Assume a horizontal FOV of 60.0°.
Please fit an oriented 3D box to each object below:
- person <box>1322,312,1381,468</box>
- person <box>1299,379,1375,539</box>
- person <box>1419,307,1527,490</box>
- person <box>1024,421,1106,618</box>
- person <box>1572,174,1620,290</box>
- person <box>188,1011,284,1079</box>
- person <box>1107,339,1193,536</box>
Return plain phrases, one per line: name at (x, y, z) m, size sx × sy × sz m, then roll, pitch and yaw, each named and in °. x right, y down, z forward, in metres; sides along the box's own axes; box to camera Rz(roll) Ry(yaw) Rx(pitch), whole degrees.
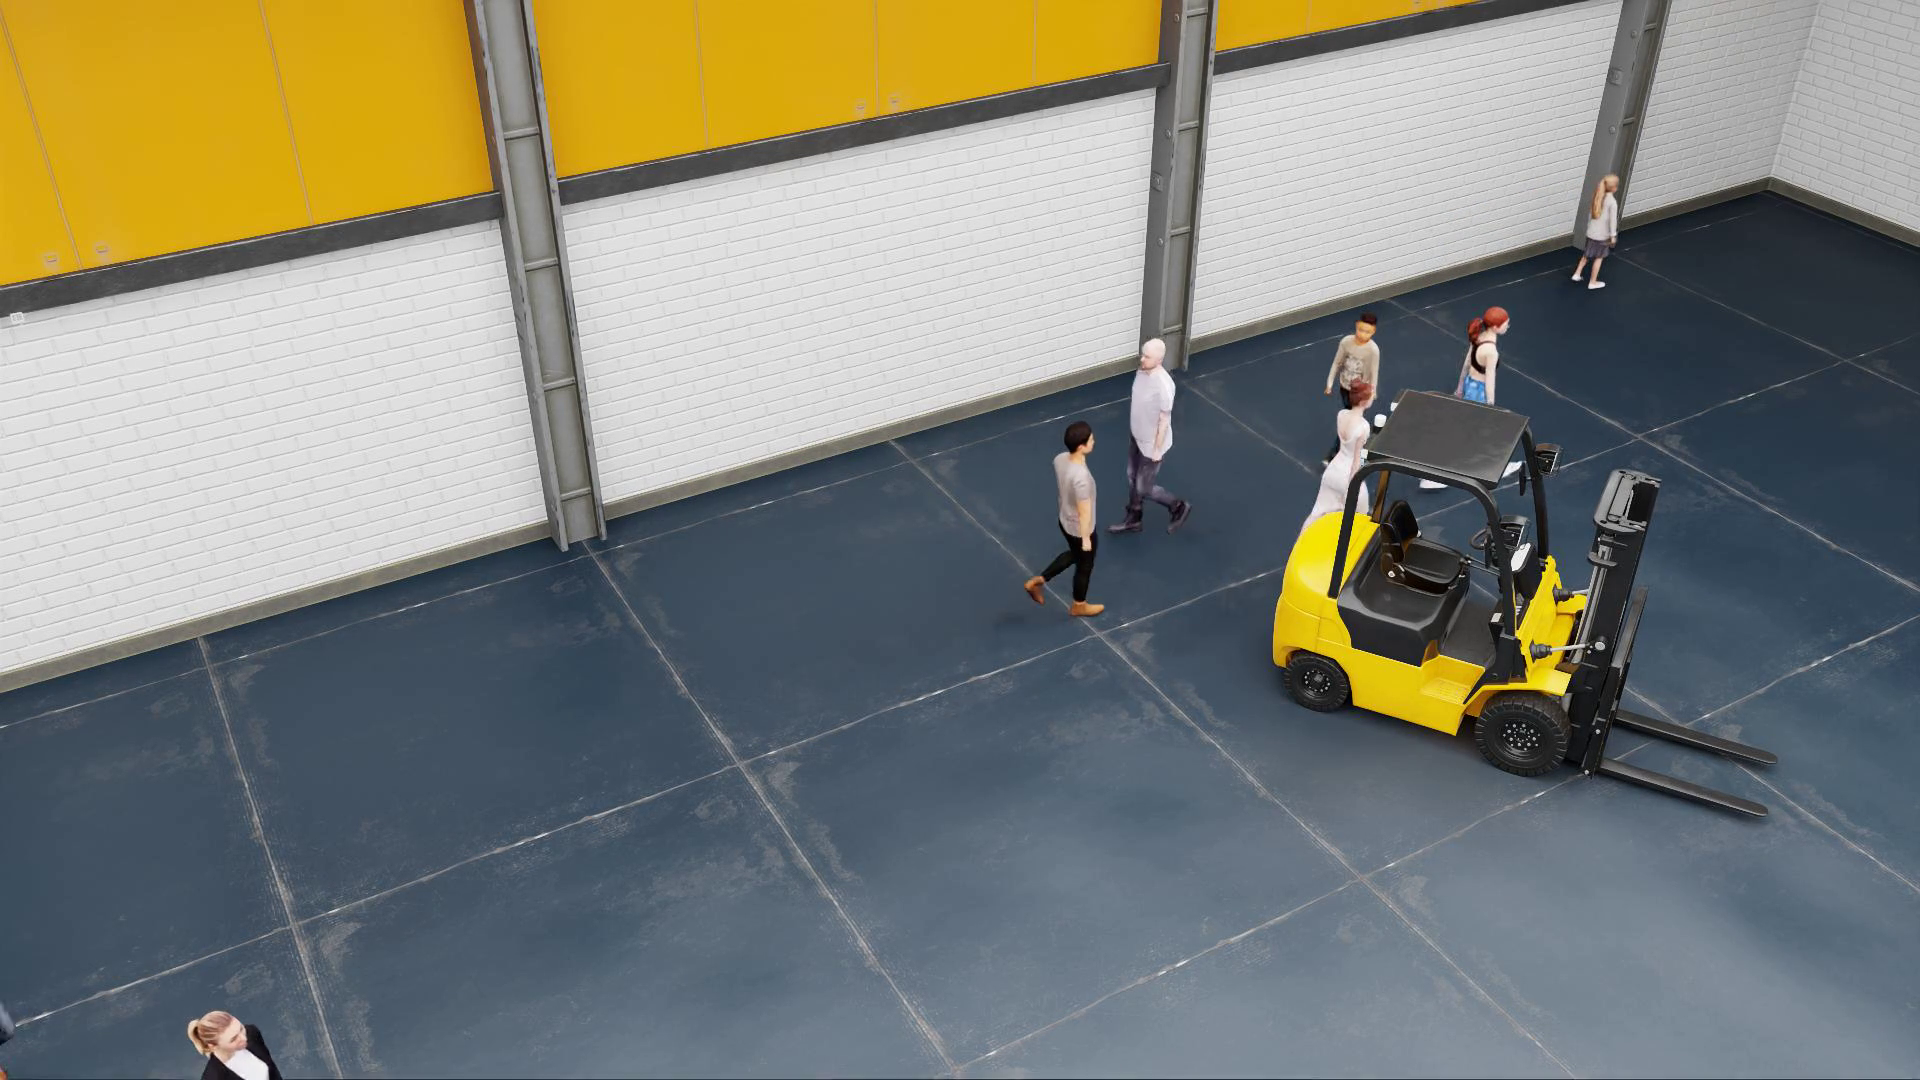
person at (3.510, -1.362, 14.637) m, size 0.791 × 1.428 × 1.065 m, roll 26°, pitch 42°, yaw 33°
person at (2.883, -0.411, 12.929) m, size 1.123 × 1.736 × 0.666 m, roll -13°, pitch 36°, yaw -19°
person at (4.250, -1.136, 14.018) m, size 1.233 × 1.739 × 0.918 m, roll -4°, pitch 34°, yaw -6°
person at (0.809, -0.119, 12.515) m, size 0.930 × 1.708 × 0.735 m, roll -8°, pitch 35°, yaw -13°
person at (6.759, -3.269, 17.648) m, size 0.601 × 1.273 × 0.568 m, roll -11°, pitch 35°, yaw -15°
person at (-3.478, 2.848, 8.071) m, size 0.996 × 1.685 × 0.894 m, roll 4°, pitch 34°, yaw 6°
person at (1.615, -0.807, 13.446) m, size 0.993 × 1.823 × 0.824 m, roll -7°, pitch 34°, yaw -10°
